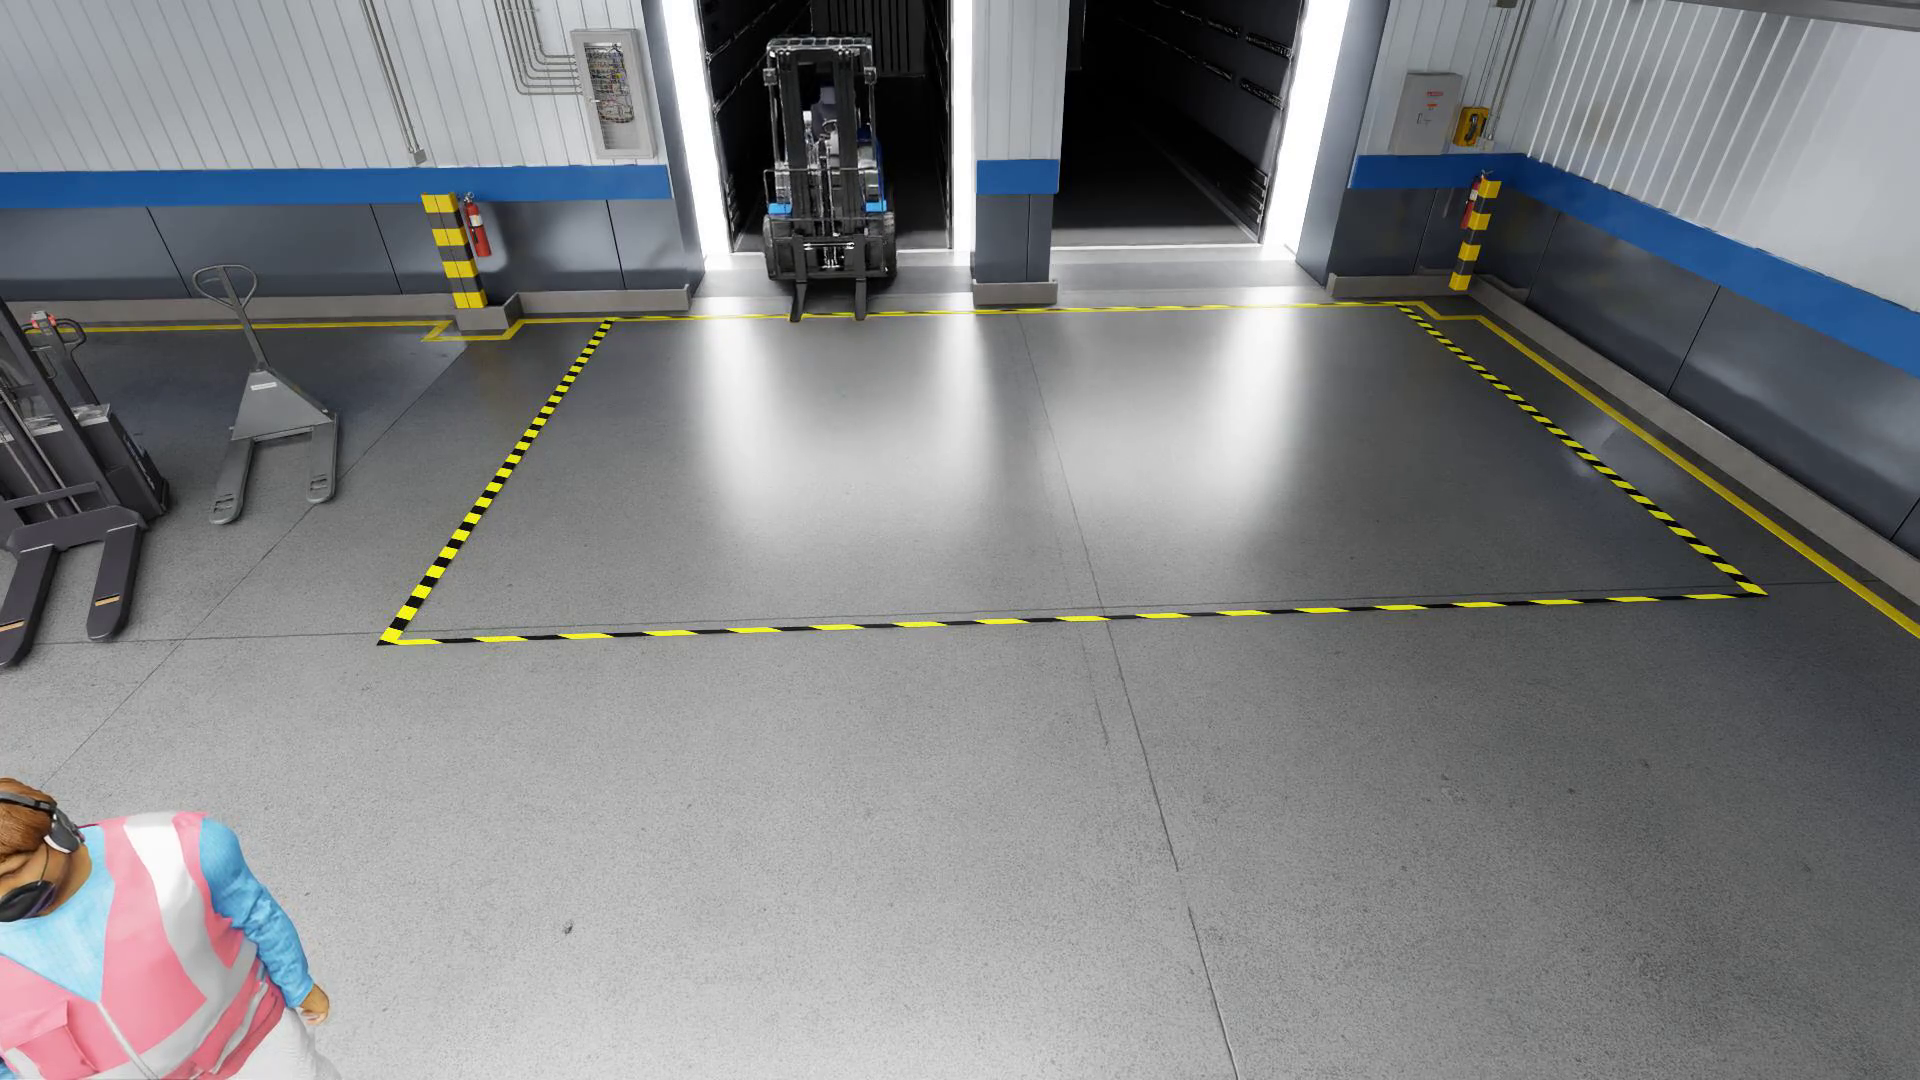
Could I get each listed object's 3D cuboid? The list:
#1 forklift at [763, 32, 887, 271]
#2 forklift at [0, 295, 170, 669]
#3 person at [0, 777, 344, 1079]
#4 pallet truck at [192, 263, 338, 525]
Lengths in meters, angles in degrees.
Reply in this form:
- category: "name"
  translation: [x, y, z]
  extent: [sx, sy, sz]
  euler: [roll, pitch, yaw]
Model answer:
- category: "forklift"
  translation: [-1.382, -4.162, 9.624]
  extent: [1.157, 2.036, 2.680]
  euler: [-3, 35, -4]
- category: "forklift"
  translation: [-5.212, -0.618, 4.878]
  extent: [0.823, 1.965, 1.885]
  euler: [-20, 39, -26]
- category: "person"
  translation: [-1.954, 1.270, 2.299]
  extent: [0.619, 1.845, 0.430]
  euler: [-26, 43, -32]
- category: "pallet truck"
  translation: [-4.778, -1.027, 6.128]
  extent: [0.680, 1.201, 1.601]
  euler: [-17, 38, -23]
